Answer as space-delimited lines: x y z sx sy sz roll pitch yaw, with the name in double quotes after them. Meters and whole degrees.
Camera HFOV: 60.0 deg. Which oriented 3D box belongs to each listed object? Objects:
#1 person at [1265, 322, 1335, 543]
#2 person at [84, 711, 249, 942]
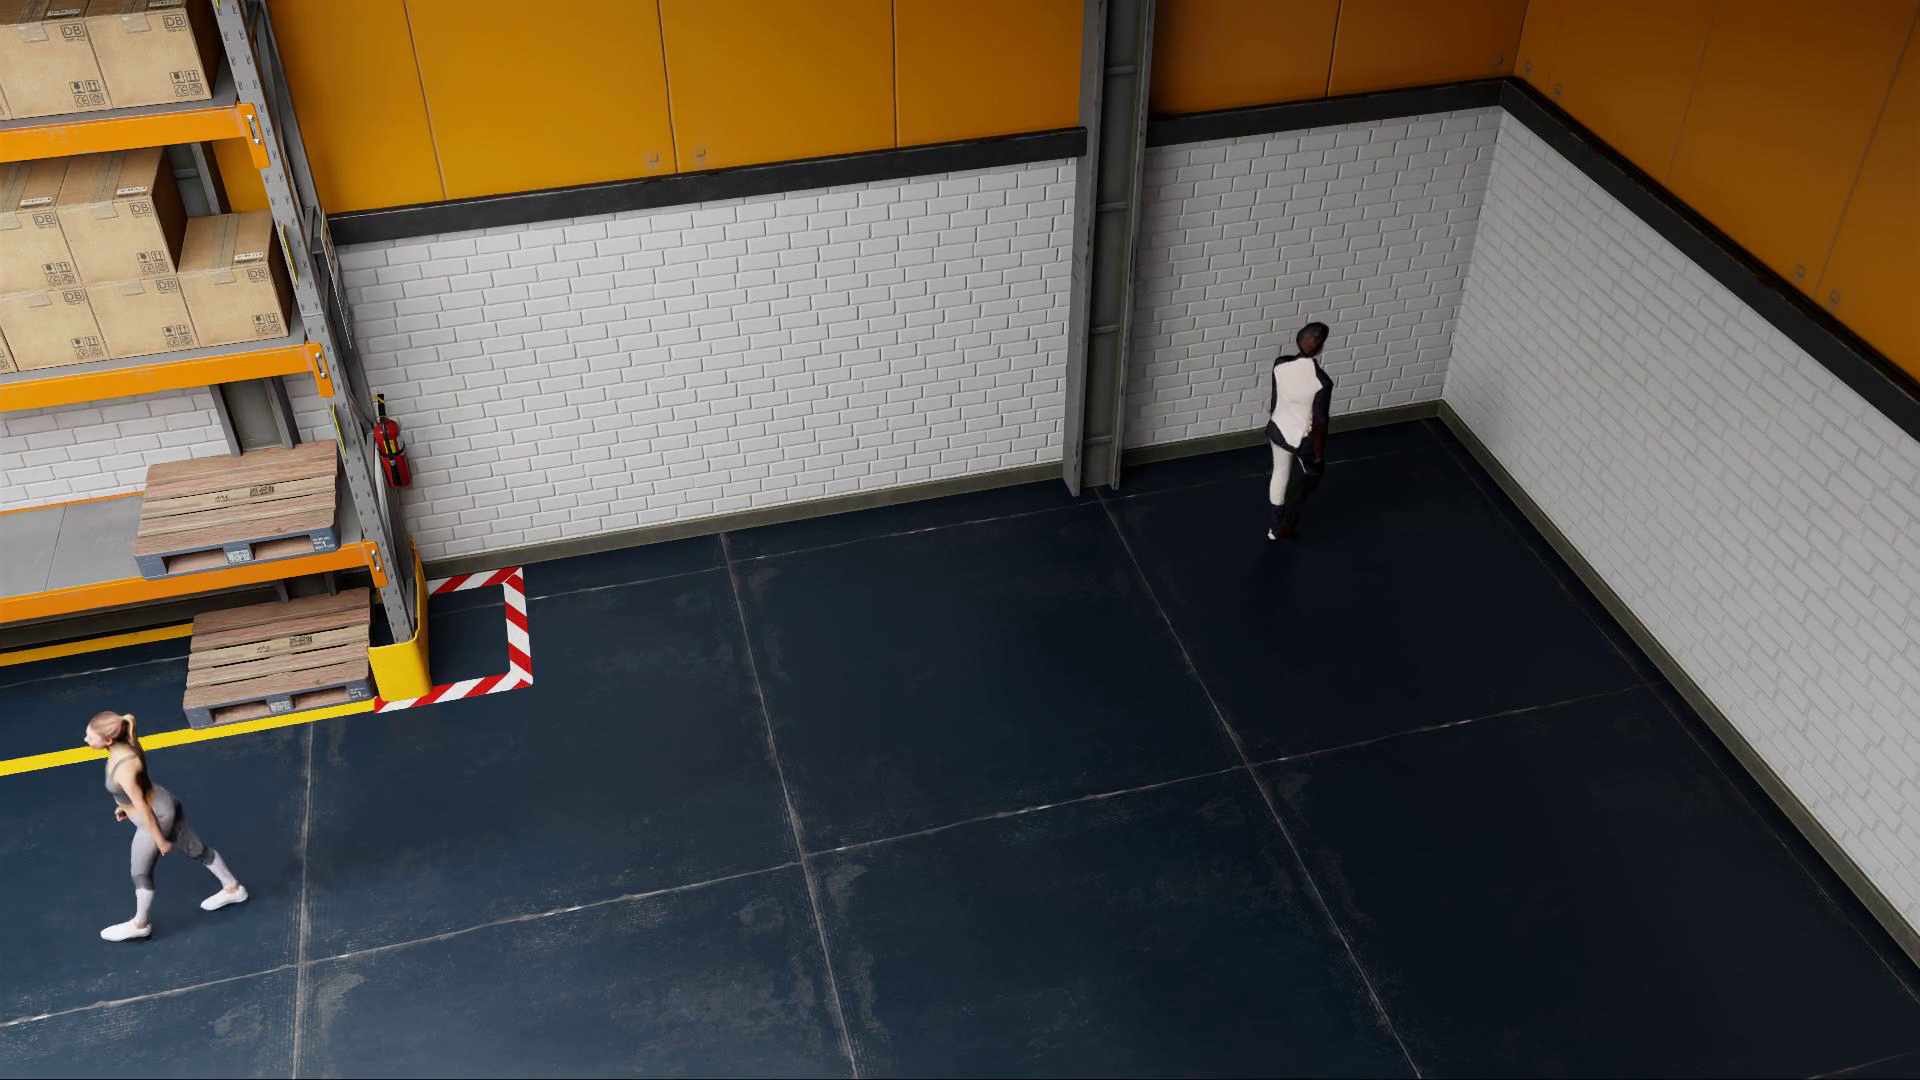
2.424 -0.737 12.293 0.837 1.881 0.882 29 47 32 "person"
-4.524 1.590 9.548 1.016 1.670 0.584 -10 40 -12 "person"
